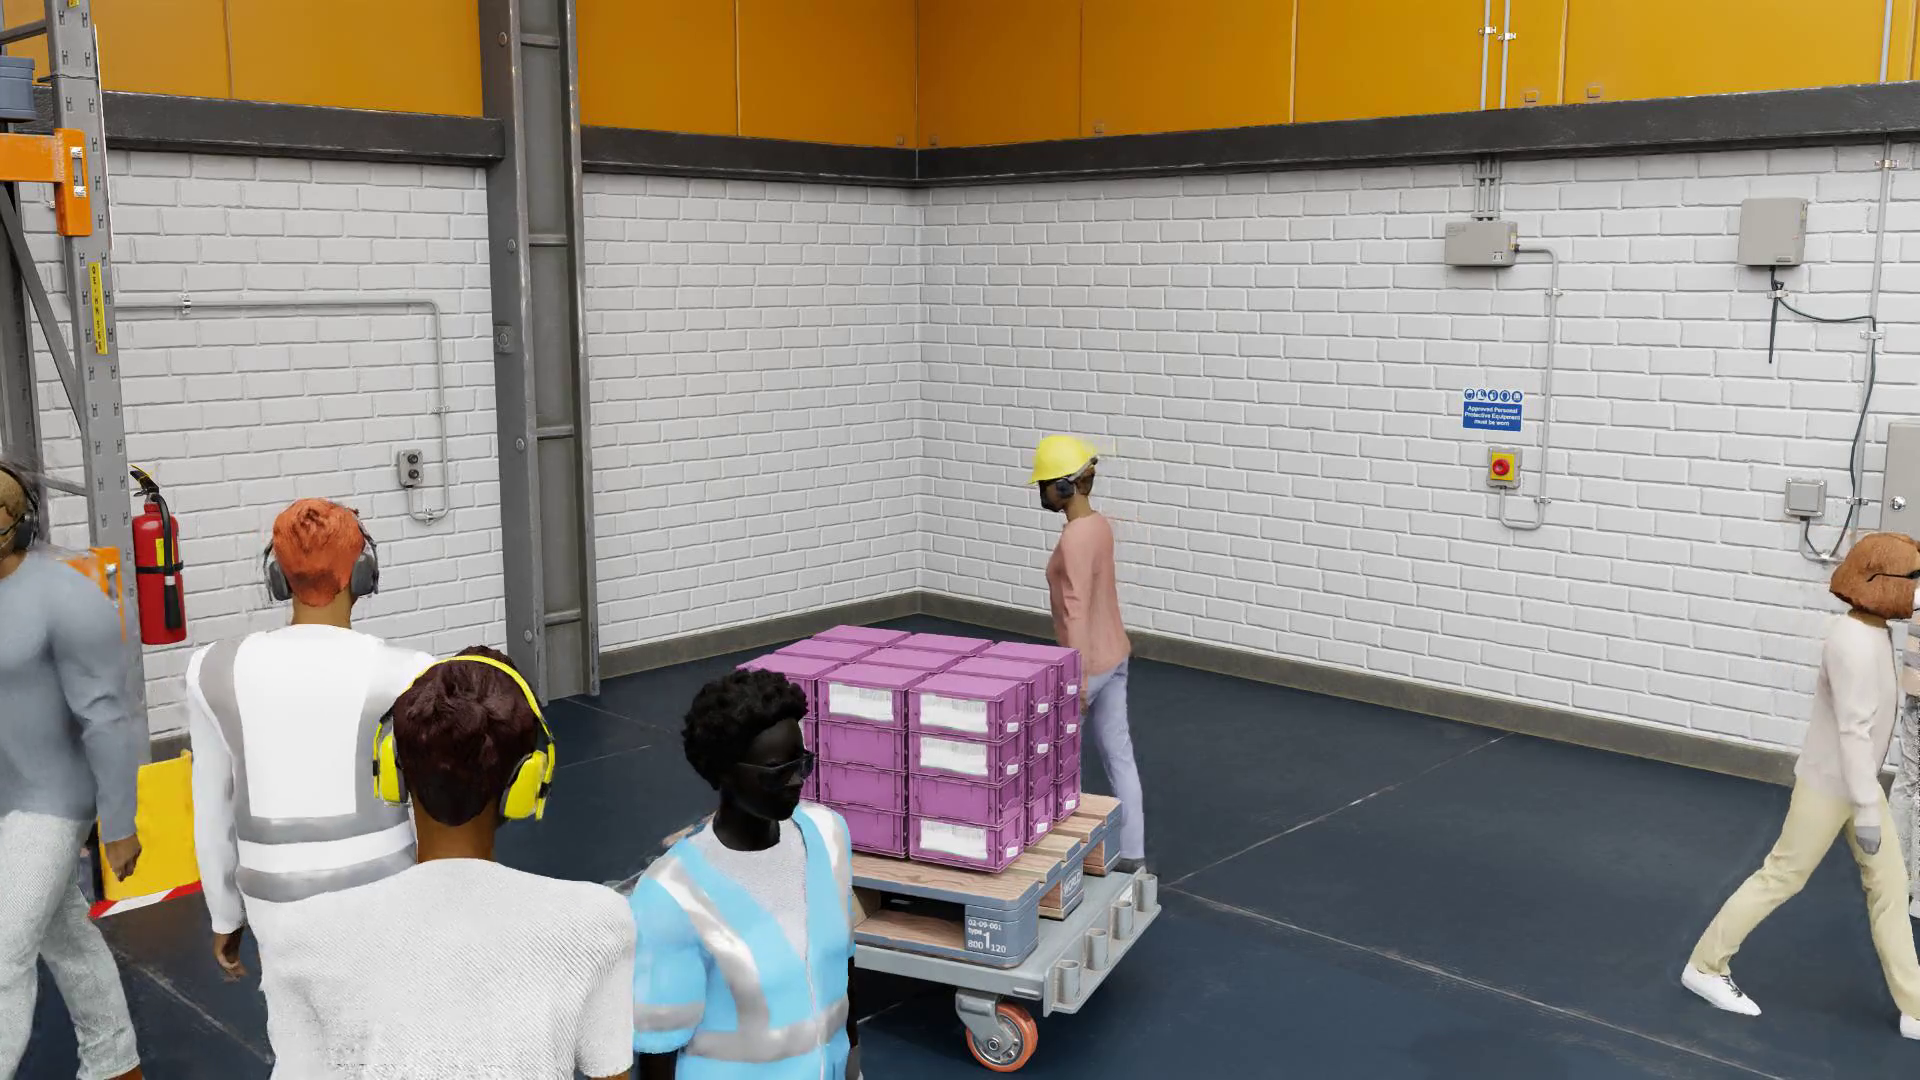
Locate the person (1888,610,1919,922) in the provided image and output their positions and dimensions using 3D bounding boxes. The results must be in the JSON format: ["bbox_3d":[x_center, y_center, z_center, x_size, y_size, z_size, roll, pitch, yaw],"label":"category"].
[{"bbox_3d":[3.590,0.572,6.043,0.314,1.636,0.516,2,9,11],"label":"person"}]

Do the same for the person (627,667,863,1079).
[{"bbox_3d":[-0.427,1.037,3.080,0.720,1.677,0.540,7,11,35],"label":"person"}]

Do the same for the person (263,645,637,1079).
[{"bbox_3d":[-0.751,1.056,2.472,0.534,1.829,0.844,-3,10,-17],"label":"person"}]

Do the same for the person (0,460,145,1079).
[{"bbox_3d":[-2.507,0.736,4.246,0.667,1.883,0.971,4,10,24],"label":"person"}]

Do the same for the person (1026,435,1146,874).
[{"bbox_3d":[0.411,0.463,6.378,0.677,1.735,0.573,3,10,20],"label":"person"}]

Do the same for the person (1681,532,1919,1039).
[{"bbox_3d":[2.699,0.750,5.112,0.865,1.585,0.516,7,12,37],"label":"person"}]

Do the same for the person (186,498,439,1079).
[{"bbox_3d":[-1.395,0.841,3.675,0.596,1.871,0.524,0,9,-3],"label":"person"}]
